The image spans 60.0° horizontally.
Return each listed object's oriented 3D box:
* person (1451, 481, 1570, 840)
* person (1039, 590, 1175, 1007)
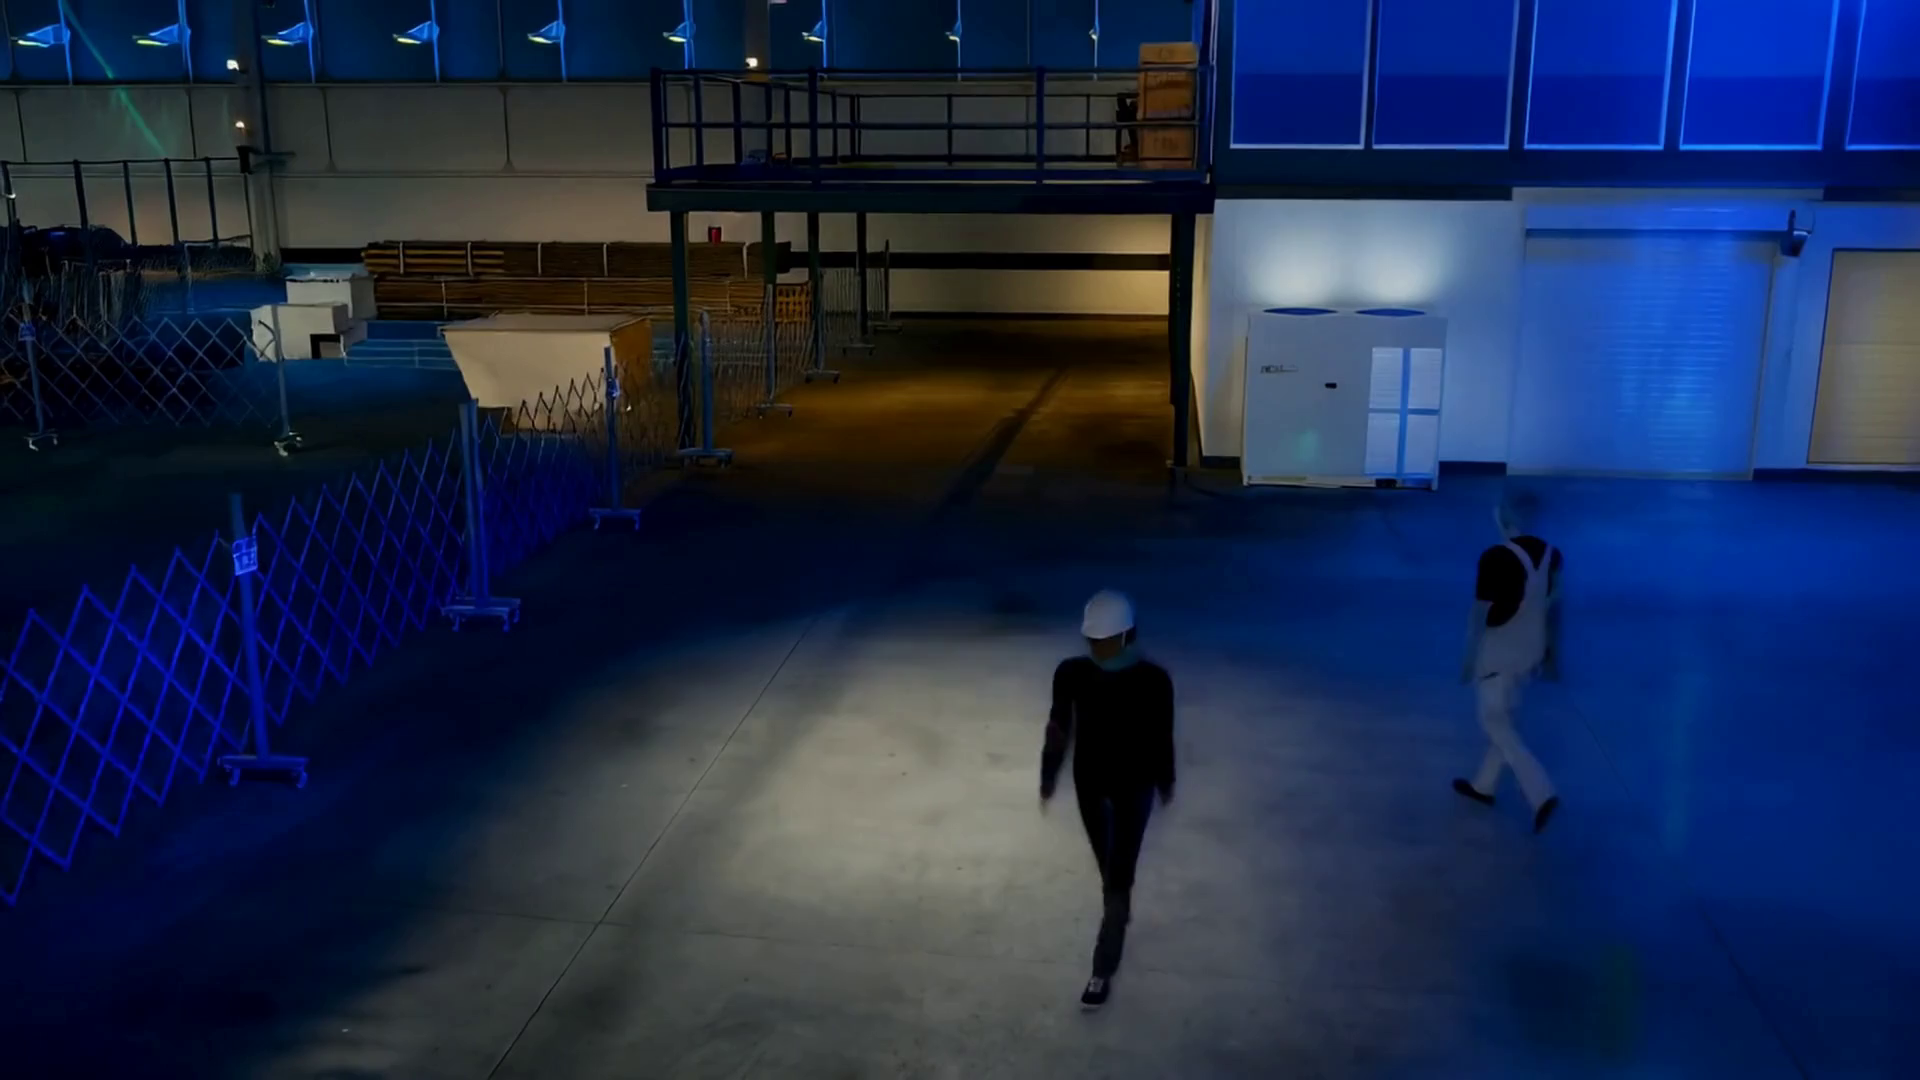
[{"bbox_3d":[2.874,0.607,8.519,0.515,1.822,0.828,-7,15,-26],"label":"person"},{"bbox_3d":[0.611,1.036,6.987,0.545,1.714,0.931,6,15,25],"label":"person"}]
